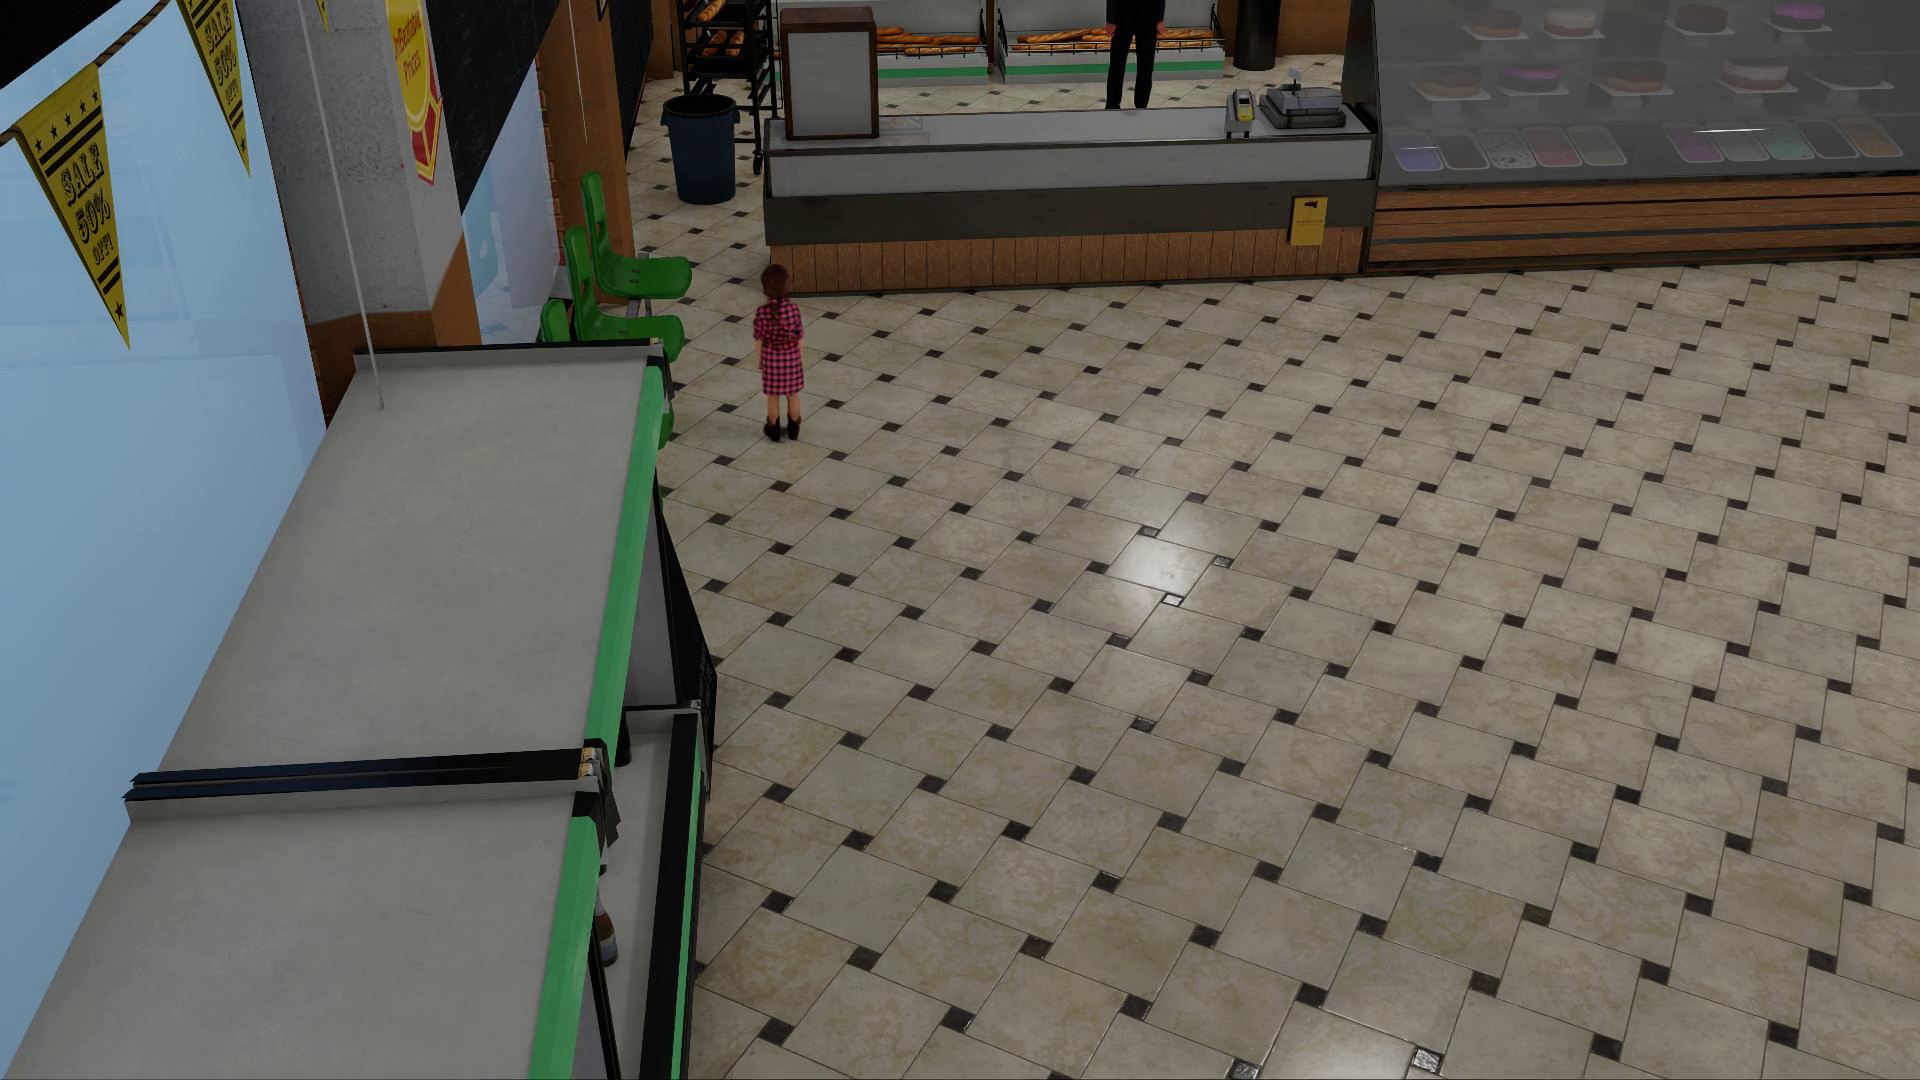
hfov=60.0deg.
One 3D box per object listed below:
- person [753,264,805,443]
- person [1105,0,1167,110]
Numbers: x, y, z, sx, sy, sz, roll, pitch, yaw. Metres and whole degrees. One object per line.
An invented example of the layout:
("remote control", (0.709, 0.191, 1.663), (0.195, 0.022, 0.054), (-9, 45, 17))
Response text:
("person", (-0.984, -1.017, 9.088), (0.440, 1.022, 0.458), (-6, 32, -10))
("person", (1.430, -4.235, 13.462), (0.628, 1.866, 0.551), (-3, 32, -4))
